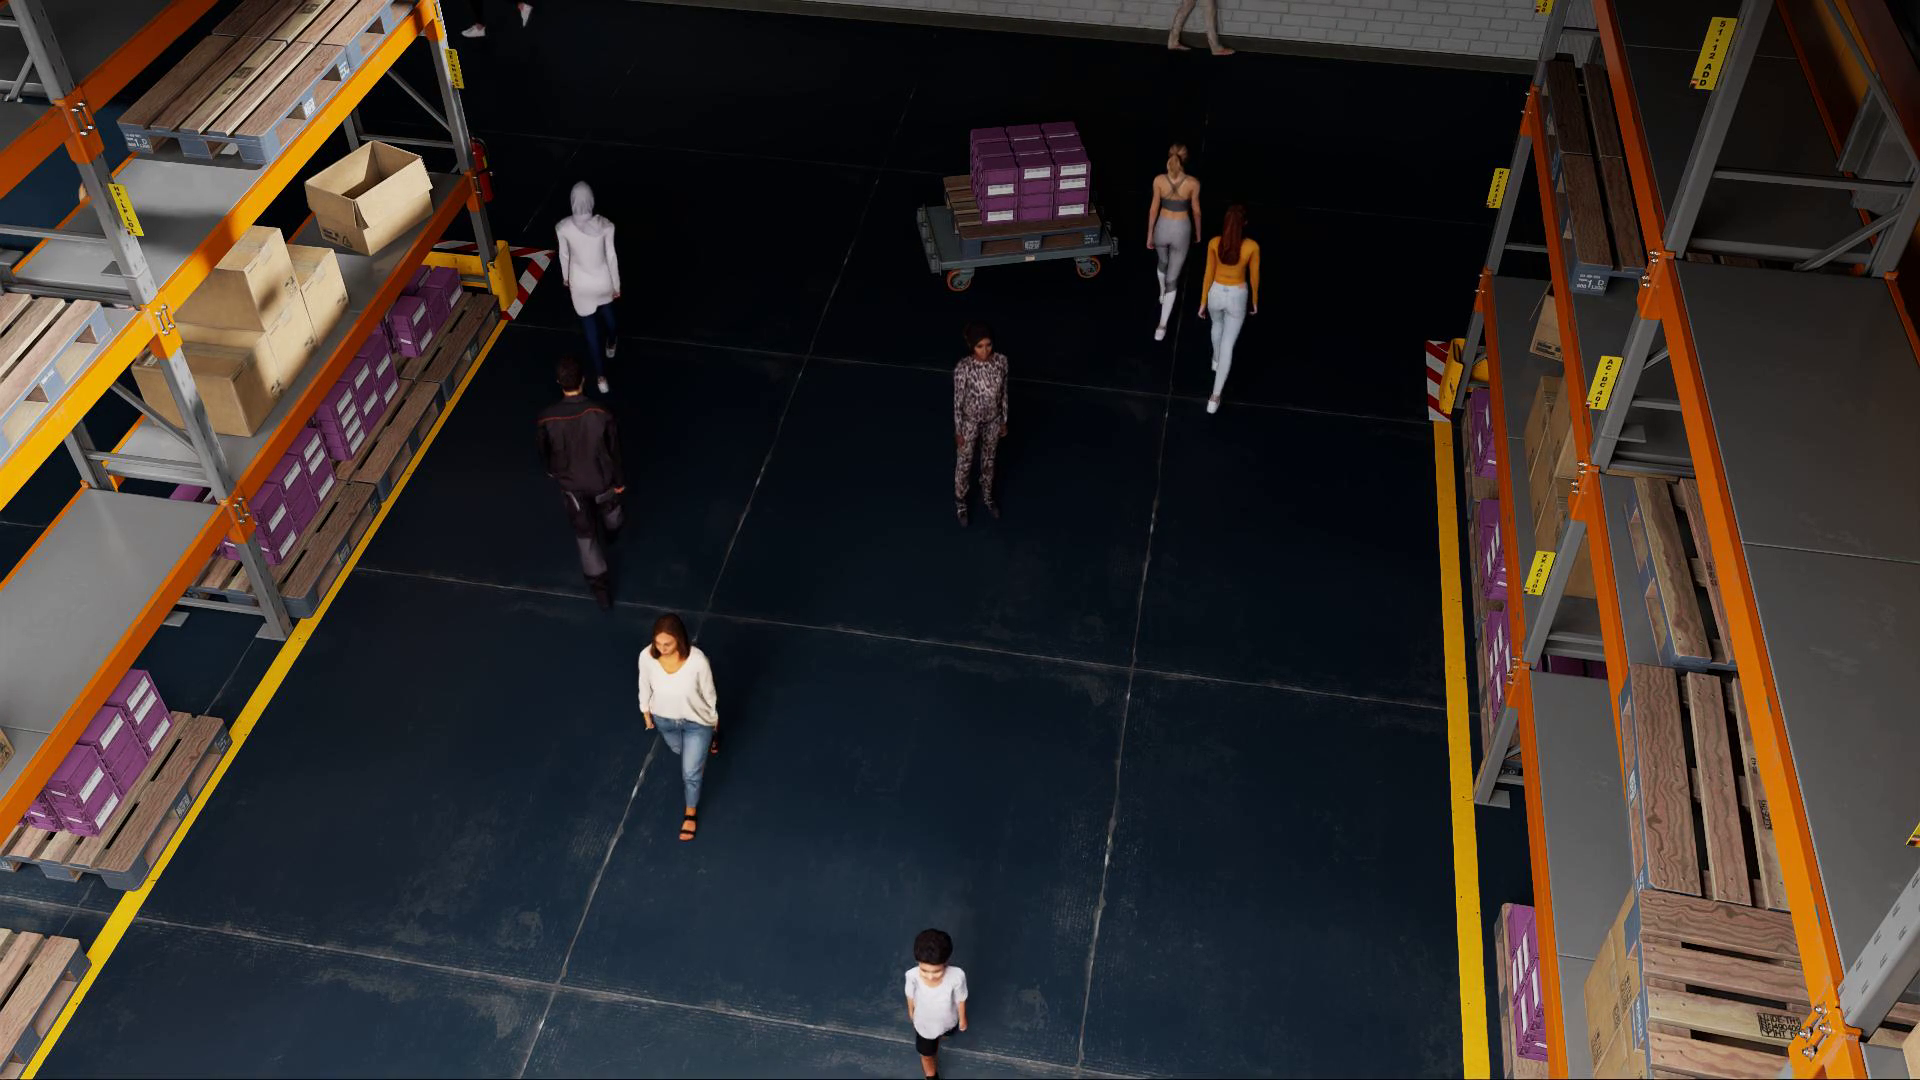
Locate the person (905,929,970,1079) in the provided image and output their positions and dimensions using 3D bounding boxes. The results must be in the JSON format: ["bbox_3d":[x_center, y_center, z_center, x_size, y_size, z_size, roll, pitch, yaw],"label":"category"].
[{"bbox_3d":[-0.111,2.413,8.754,0.585,1.244,0.876,-1,44,-1],"label":"person"}]

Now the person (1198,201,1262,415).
[{"bbox_3d":[2.050,-1.766,12.805,0.661,1.709,1.204,10,45,11],"label":"person"}]

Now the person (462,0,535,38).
[{"bbox_3d":[-4.921,-6.005,17.279,0.876,1.674,1.037,-4,44,-4],"label":"person"}]

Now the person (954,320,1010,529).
[{"bbox_3d":[0.141,-0.838,11.827,0.666,1.713,0.695,-13,45,-13],"label":"person"}]

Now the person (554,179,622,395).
[{"bbox_3d":[-2.873,-1.935,12.957,0.915,1.743,1.208,-8,44,-9],"label":"person"}]

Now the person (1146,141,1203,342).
[{"bbox_3d":[1.711,-2.404,13.507,0.652,1.664,1.146,11,45,11],"label":"person"}]

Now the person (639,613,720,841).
[{"bbox_3d":[-1.623,0.996,9.946,0.648,1.651,1.018,9,44,9],"label":"person"}]

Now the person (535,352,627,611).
[{"bbox_3d":[-2.513,-0.350,11.182,1.013,1.896,1.305,-8,44,-8],"label":"person"}]

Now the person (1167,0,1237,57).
[{"bbox_3d":[2.349,-5.777,17.022,0.653,1.698,0.865,7,44,7],"label":"person"}]
